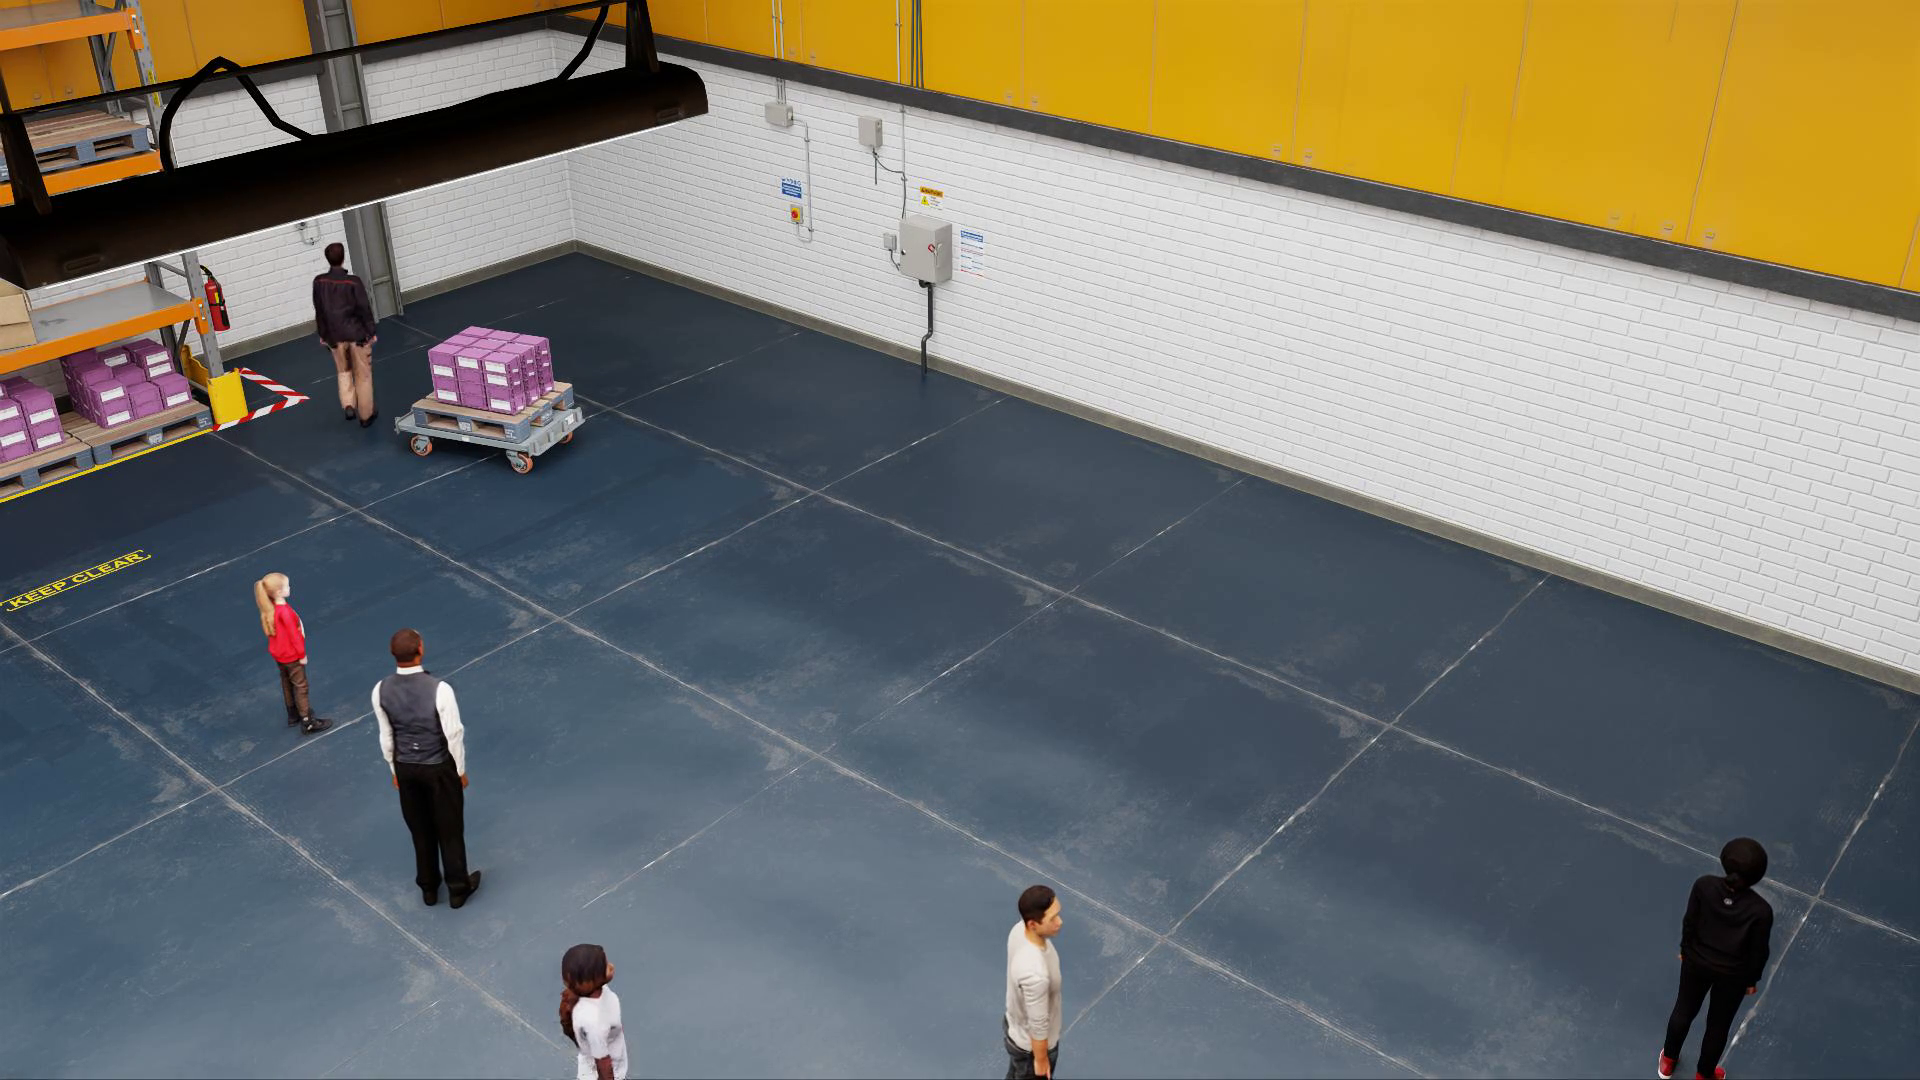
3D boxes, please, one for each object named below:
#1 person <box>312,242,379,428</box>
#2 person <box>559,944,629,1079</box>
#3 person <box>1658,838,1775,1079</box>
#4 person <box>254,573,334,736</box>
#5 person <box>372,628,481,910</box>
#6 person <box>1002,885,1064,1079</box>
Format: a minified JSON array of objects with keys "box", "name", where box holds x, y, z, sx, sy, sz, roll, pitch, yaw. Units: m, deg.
[{"box":[-6.116,-1.991,16.531,0.866,1.913,0.922,-2,29,-3],"name":"person"},{"box":[-1.817,2.679,8.191,1.041,1.702,0.882,-9,30,-16],"name":"person"},{"box":[4.073,2.285,8.942,0.593,1.675,0.544,24,36,36],"name":"person"},{"box":[-4.867,0.811,12.054,0.481,1.282,0.487,22,36,35],"name":"person"},{"box":[-3.297,1.422,10.278,0.786,1.910,0.813,3,29,5],"name":"person"},{"box":[0.348,2.490,8.425,0.777,1.810,0.720,-3,29,-5],"name":"person"}]
